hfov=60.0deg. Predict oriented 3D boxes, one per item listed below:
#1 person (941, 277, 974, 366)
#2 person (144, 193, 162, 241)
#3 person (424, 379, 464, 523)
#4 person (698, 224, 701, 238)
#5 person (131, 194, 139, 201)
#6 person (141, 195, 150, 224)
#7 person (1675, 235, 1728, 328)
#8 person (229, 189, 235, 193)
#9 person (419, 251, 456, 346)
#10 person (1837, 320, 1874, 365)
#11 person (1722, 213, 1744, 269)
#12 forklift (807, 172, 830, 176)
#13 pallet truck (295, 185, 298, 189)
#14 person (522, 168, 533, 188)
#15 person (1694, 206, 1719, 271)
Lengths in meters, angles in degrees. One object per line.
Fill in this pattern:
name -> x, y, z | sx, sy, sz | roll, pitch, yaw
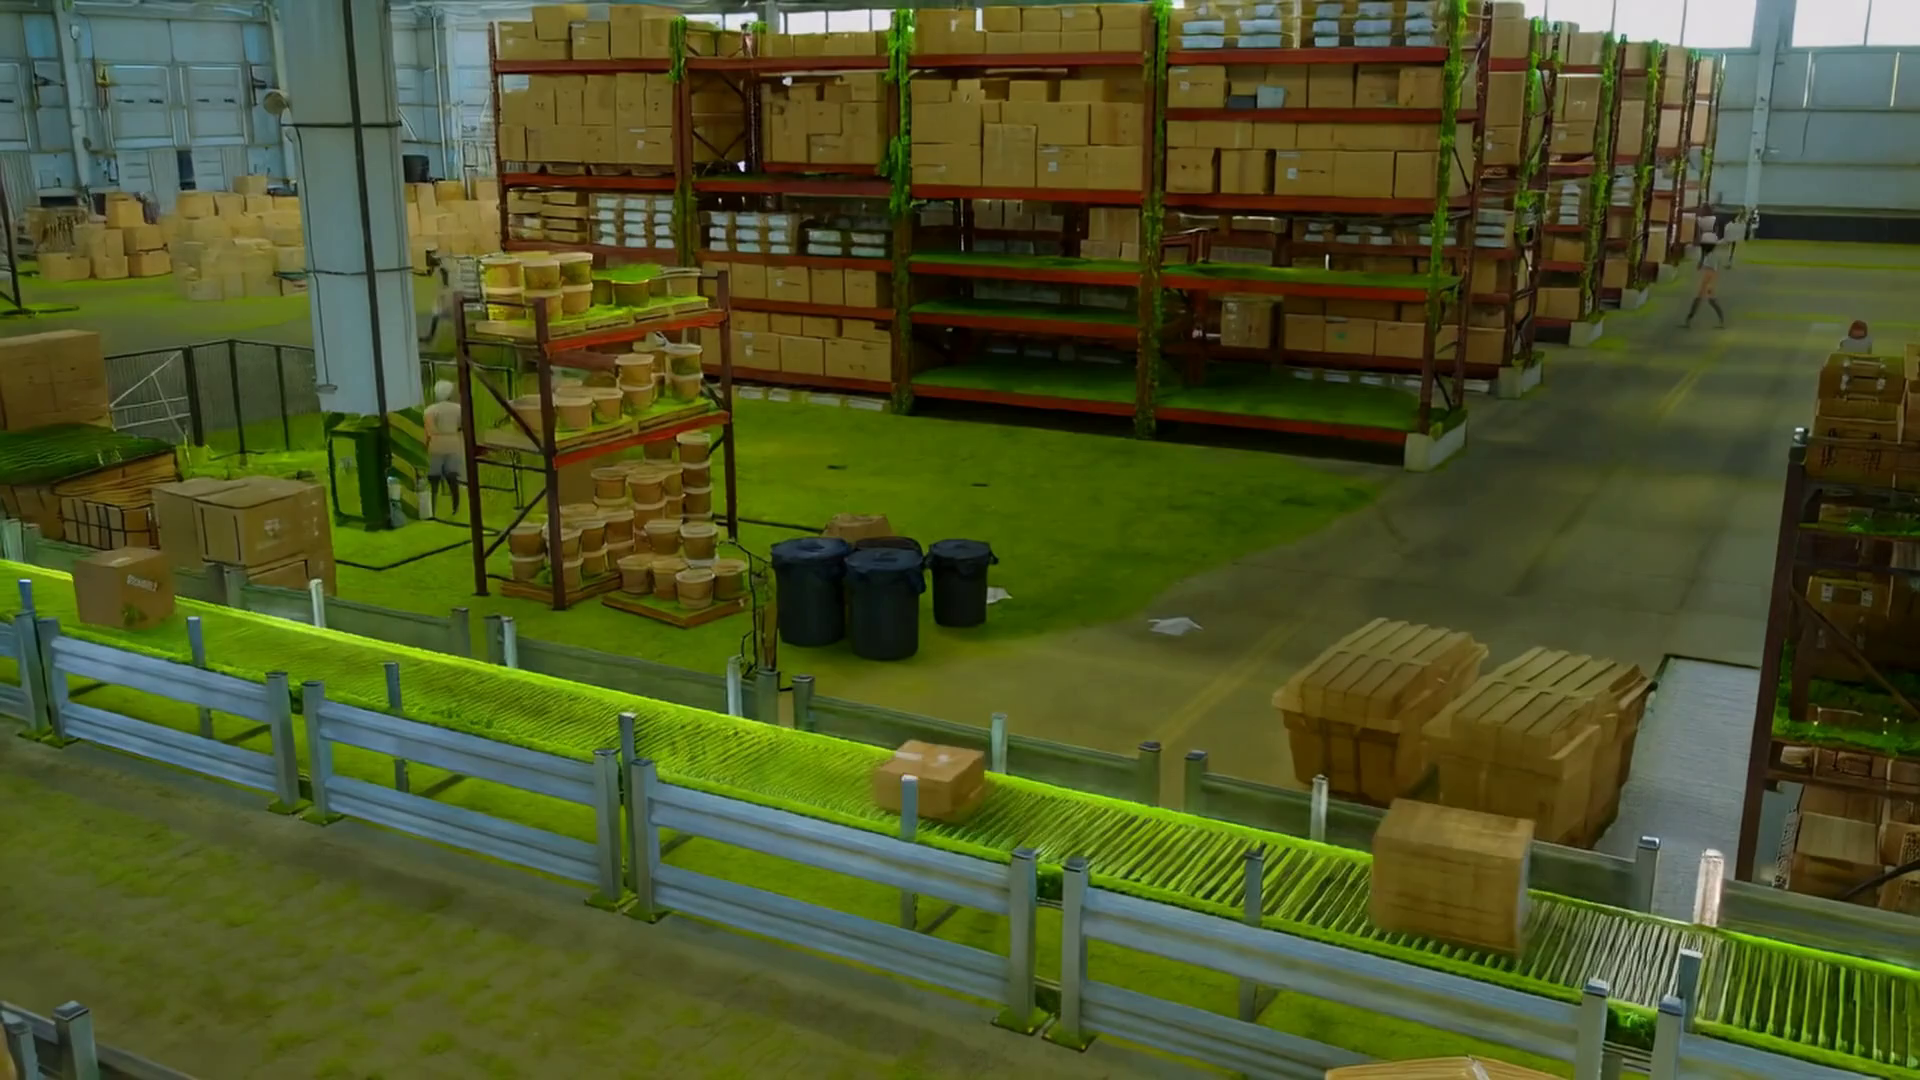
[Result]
person -> -0.030, -3.841, 29.500 | 0.983, 1.850, 0.671 | 10, 18, 32
person -> -25.767, -10.083, 52.922 | 0.653, 1.884, 1.041 | 6, 16, 20
person -> -6.031, -1.040, 19.351 | 0.602, 1.647, 0.745 | -13, 19, -40
person -> -6.871, -8.137, 45.544 | 0.587, 1.913, 0.391 | 2, 15, 8
person -> -26.528, -10.285, 53.805 | 0.553, 1.810, 0.440 | 1, 15, 2
person -> -25.495, -9.798, 51.861 | 0.915, 1.890, 0.654 | -8, 17, -28
person -> 15.982, -5.504, 35.507 | 1.051, 1.997, 0.623 | 7, 16, 24
person -> -26.189, -11.857, 60.069 | 0.311, 1.633, 0.519 | -12, 19, -37
person -> -10.286, -4.775, 32.956 | 1.019, 1.884, 0.564 | 4, 15, 13
person -> 13.422, -2.528, 25.047 | 0.515, 1.604, 0.806 | 5, 16, 19
person -> 22.343, -8.655, 48.065 | 0.528, 1.609, 0.632 | 13, 20, 41
forklift -> -5.198, -12.865, 61.463 | 1.129, 2.768, 1.873 | 8, 17, 28
pallet truck -> -26.804, -14.617, 69.738 | 1.885, 1.965, 0.823 | -14, 20, -42
person -> -18.470, -14.848, 70.748 | 0.574, 1.920, 0.455 | -14, 20, -42
person -> 21.128, -8.504, 47.075 | 0.606, 1.861, 1.051 | -1, 15, -5
